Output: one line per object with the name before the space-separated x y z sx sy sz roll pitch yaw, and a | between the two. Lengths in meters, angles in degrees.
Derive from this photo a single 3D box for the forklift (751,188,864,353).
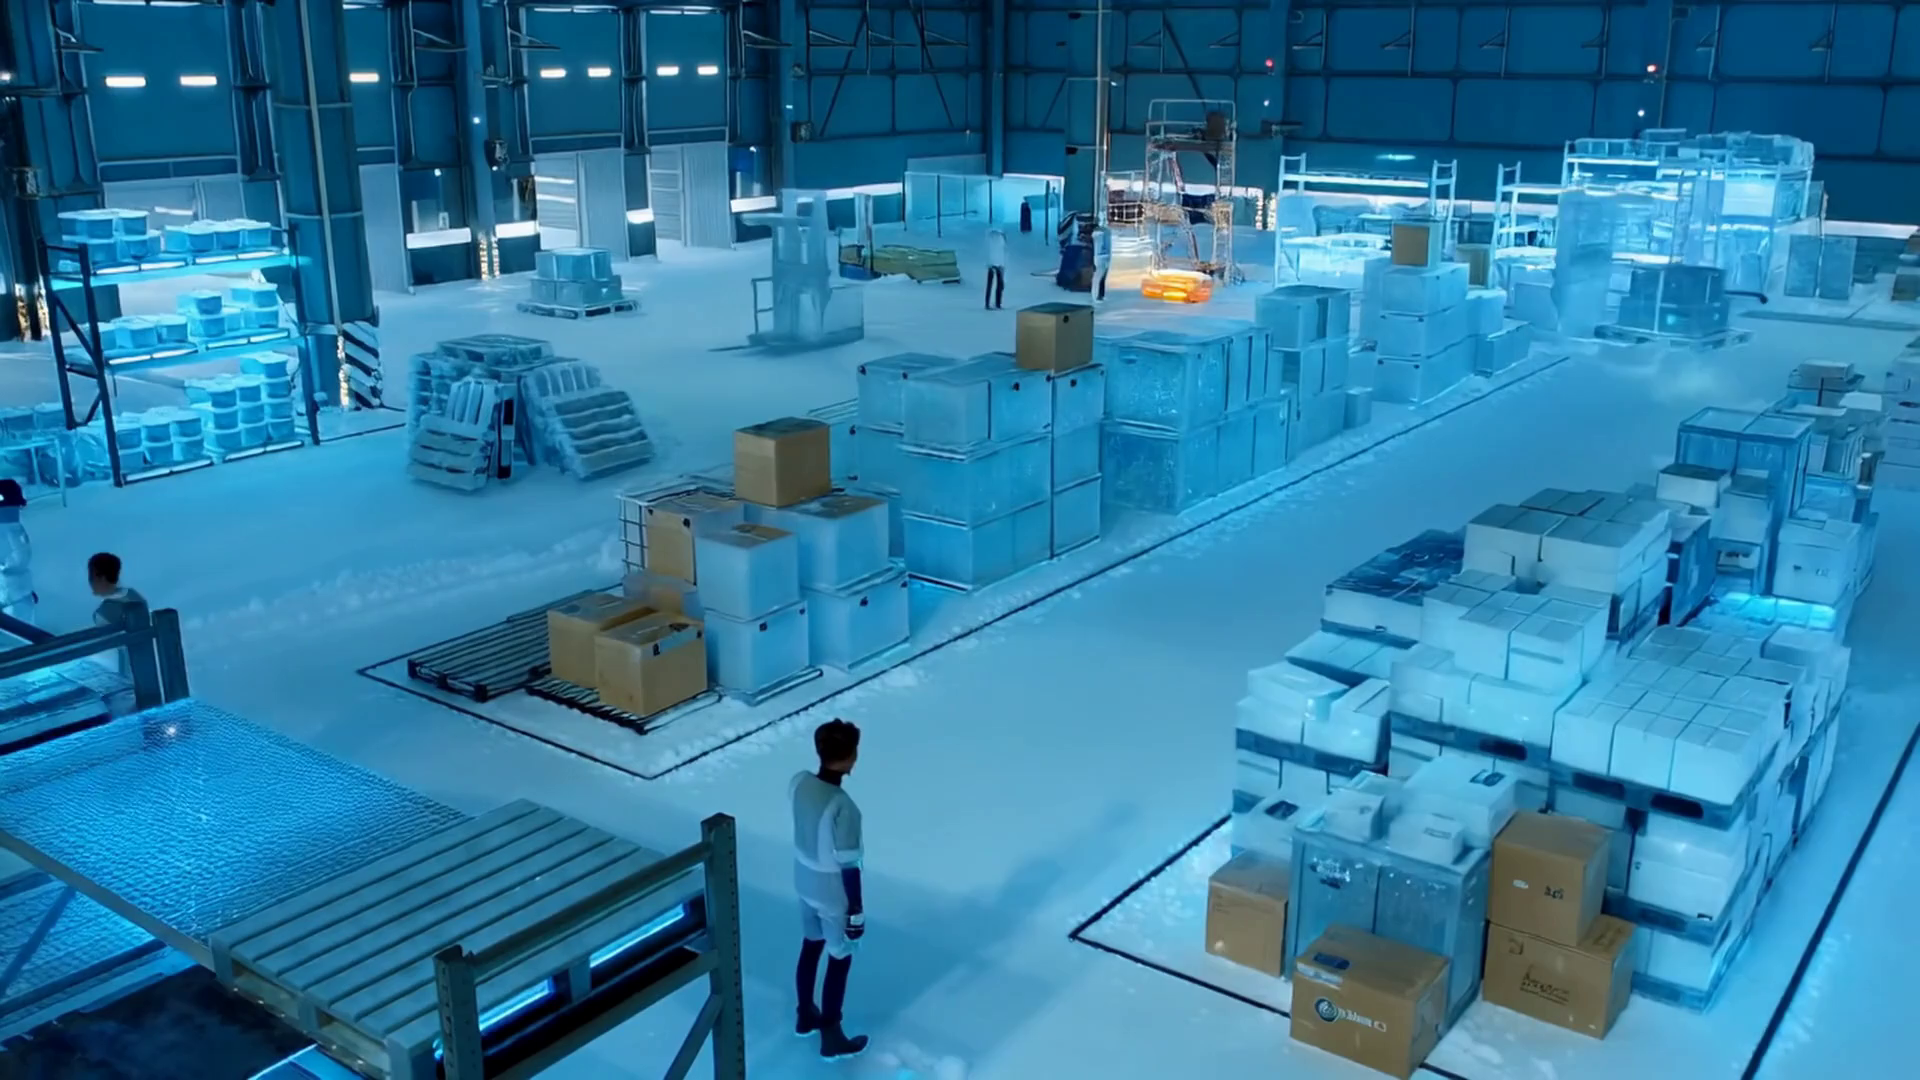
forklift | -2.759 -4.936 30.119 1.129 2.768 1.873 15 23 41

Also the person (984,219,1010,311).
person | 0.773 -5.638 34.136 0.451 1.903 0.640 -10 19 -29

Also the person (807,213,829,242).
person | -3.438 -7.340 40.278 0.529 1.591 0.875 -1 17 -3

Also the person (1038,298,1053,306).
person | 1.160 -2.460 23.570 0.540 1.916 0.498 11 20 32

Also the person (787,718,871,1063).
person | -0.708 1.897 9.078 0.376 1.958 0.609 -12 21 -35

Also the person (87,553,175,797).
person | -6.070 1.010 12.097 0.461 1.899 0.612 -1 17 -4

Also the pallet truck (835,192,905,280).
pallet truck | -1.936 -7.159 38.982 1.885 1.965 0.823 -12 21 -34

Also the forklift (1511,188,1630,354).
forklift | 11.109 -4.923 30.074 1.129 2.768 1.873 -12 21 -34

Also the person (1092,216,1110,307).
person | 2.953 -5.822 34.759 0.342 1.880 0.589 11 20 33

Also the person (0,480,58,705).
person | -7.931 0.427 13.990 0.384 1.924 0.589 -3 17 -10
